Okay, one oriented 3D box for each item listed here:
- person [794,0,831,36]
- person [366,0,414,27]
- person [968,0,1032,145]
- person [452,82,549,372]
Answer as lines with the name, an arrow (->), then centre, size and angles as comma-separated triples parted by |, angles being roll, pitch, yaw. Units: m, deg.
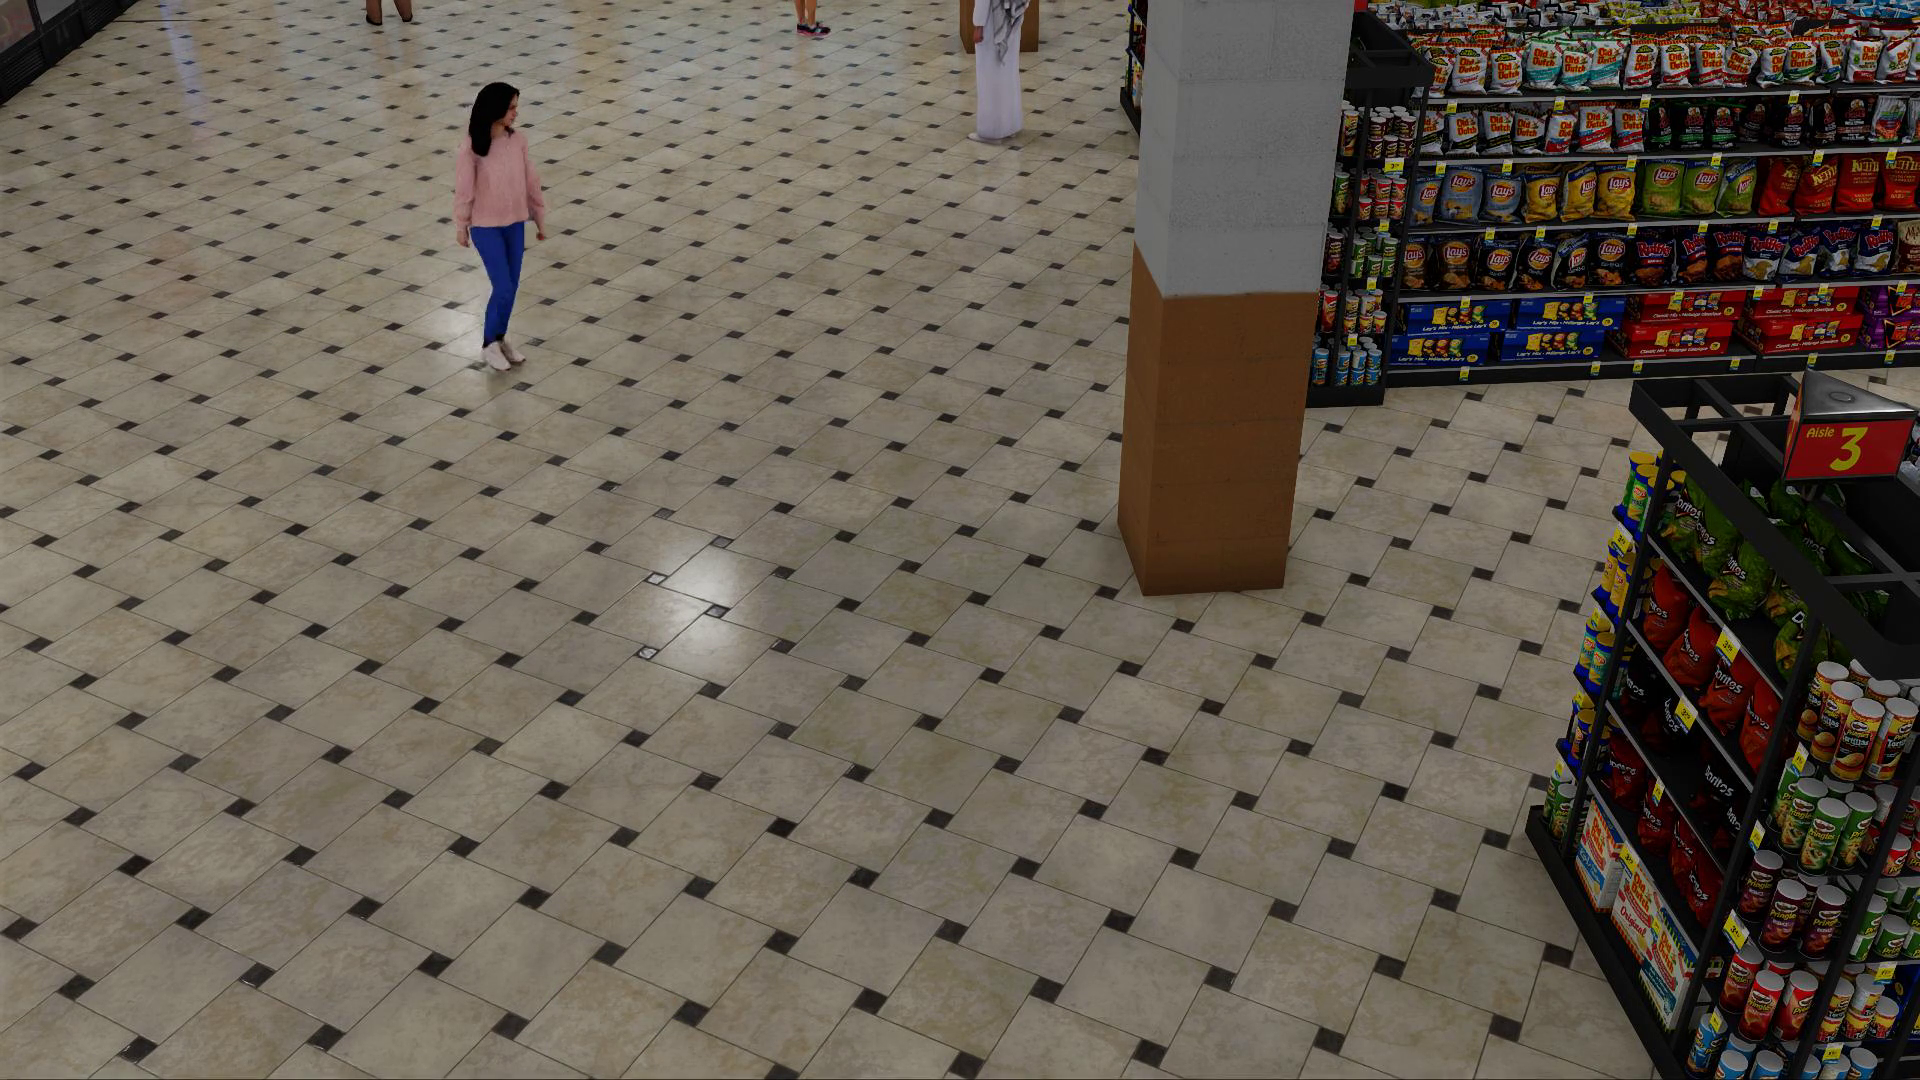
person -> -1.593, -5.799, 16.162 | 0.725, 1.725, 0.681 | -19, 37, -28
person -> -5.830, -6.078, 16.500 | 0.664, 1.842, 0.819 | -14, 35, -22
person -> 0.311, -4.161, 13.339 | 0.855, 1.927, 0.795 | 24, 39, 33
person -> -2.764, -1.820, 9.767 | 0.809, 1.727, 0.868 | -23, 39, -32
